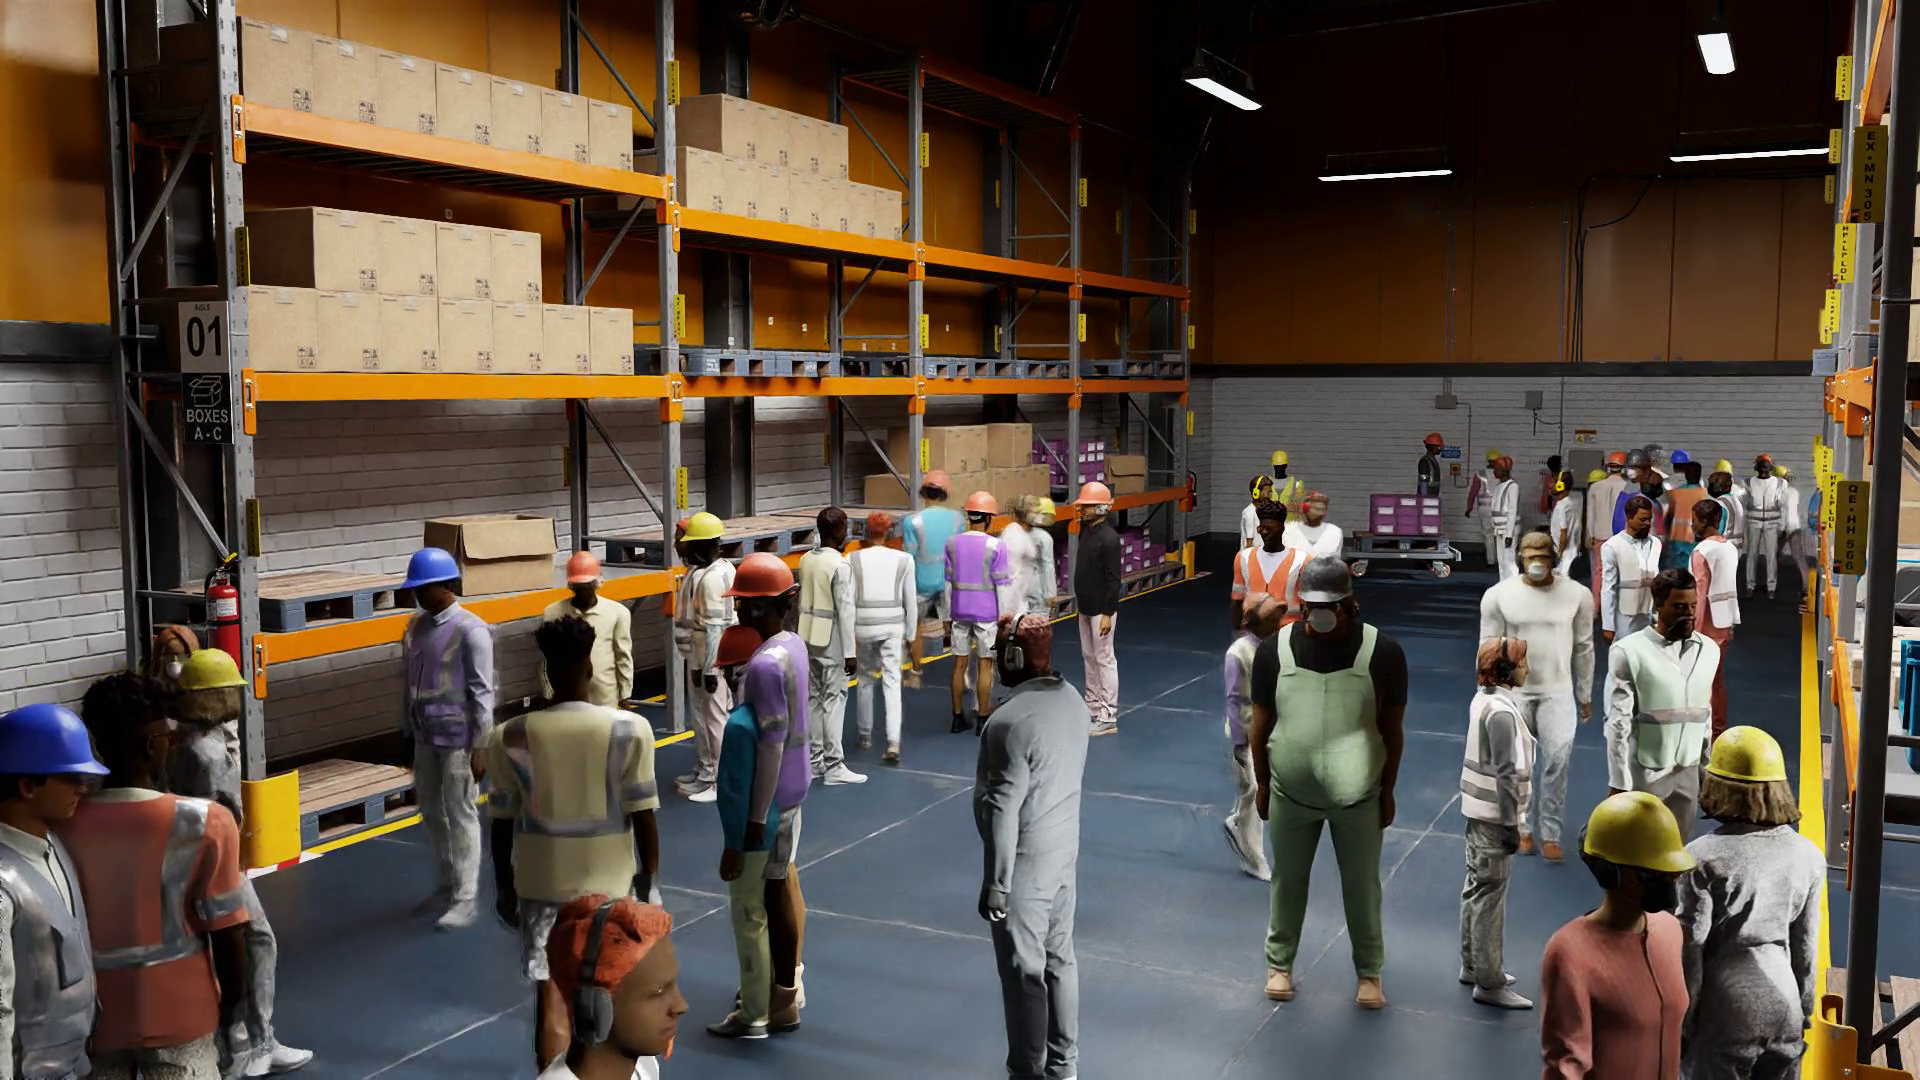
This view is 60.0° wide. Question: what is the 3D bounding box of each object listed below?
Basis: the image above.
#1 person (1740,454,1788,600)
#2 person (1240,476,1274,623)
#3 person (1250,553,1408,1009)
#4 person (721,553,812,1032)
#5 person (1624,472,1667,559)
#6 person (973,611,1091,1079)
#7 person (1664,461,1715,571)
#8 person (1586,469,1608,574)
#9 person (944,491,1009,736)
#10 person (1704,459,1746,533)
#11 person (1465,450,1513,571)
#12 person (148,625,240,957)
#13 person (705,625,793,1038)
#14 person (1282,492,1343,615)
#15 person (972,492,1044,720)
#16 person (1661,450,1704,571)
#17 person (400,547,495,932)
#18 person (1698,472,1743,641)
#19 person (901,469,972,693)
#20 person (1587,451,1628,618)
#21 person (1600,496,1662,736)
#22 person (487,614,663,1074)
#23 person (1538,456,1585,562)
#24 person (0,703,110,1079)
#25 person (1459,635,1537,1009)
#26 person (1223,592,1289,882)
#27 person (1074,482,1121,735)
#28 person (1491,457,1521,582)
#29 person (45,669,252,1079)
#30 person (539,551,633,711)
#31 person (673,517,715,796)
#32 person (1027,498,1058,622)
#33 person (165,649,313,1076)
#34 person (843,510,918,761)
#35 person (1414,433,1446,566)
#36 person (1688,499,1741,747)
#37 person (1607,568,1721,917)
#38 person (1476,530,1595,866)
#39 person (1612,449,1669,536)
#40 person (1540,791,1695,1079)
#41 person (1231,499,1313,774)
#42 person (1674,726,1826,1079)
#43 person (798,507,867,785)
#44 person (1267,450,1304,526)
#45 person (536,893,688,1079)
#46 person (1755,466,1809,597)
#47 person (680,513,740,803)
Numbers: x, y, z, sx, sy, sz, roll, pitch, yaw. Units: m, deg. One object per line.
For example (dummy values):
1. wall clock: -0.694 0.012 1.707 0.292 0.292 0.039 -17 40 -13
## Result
1. person: 10.319 -0.170 21.398 0.583 1.879 0.368 2 6 24
2. person: 2.980 0.283 16.643 0.349 1.856 0.528 2 6 21
3. person: 1.615 1.051 7.364 0.686 2.000 0.538 2 6 16
4. person: -0.829 1.073 7.124 0.373 2.044 0.606 0 5 3
5. person: 7.396 0.173 17.971 0.432 1.835 0.631 4 7 39
6. person: 0.249 1.217 6.349 0.401 1.903 0.643 3 6 28
7. person: 8.334 0.037 19.133 0.623 1.888 0.641 -4 7 -35
8. person: 7.793 0.000 20.332 0.322 1.736 0.490 0 5 4
9. person: 0.139 0.580 13.078 0.550 1.925 0.392 3 6 26
10. person: 9.776 -0.133 21.358 0.601 1.812 0.689 1 5 7
11. person: 7.921 -0.453 24.908 0.604 1.783 0.927 0 5 -5
12. person: -3.692 1.207 7.907 0.505 1.627 0.279 -2 6 -20
13. person: -0.899 1.226 7.094 0.354 1.740 0.575 1 5 13
14. person: 3.055 0.487 14.642 0.751 1.820 0.402 0 5 4
15. person: 0.425 0.563 13.501 0.715 1.902 0.648 0 5 -1
16. person: 9.007 -0.157 20.861 0.615 1.947 0.388 0 5 2
17. person: -2.630 1.002 8.515 0.650 1.935 0.459 4 7 39
18. person: 8.104 0.191 17.752 0.431 1.837 0.635 5 7 41
19. person: -0.229 0.375 14.871 0.626 2.037 0.655 -2 6 -25
20. person: 7.677 -0.048 19.507 0.618 1.986 0.408 5 7 43
21. person: 5.192 0.607 12.886 0.598 1.907 0.409 -3 6 -29
22. person: -1.416 1.229 6.174 0.634 1.902 1.001 -1 5 -9
23. person: 9.264 -0.471 25.713 0.819 1.655 0.553 1 5 15
24. person: -2.408 1.388 4.307 0.419 1.936 0.614 -1 5 -13
25. person: 2.400 1.241 7.448 0.312 1.642 0.512 1 5 7
26. person: 1.633 1.080 9.241 0.547 1.621 0.458 -5 7 -41
27. person: 1.067 0.535 13.157 0.381 1.995 0.612 -2 6 -20
28. person: 6.761 -0.096 20.619 0.358 1.878 0.567 0 5 -2
29. person: -2.304 1.340 4.659 0.609 1.963 0.367 -1 5 -10
30. person: -2.303 0.933 10.231 0.570 1.743 0.366 0 5 -2
31. person: -1.767 0.776 11.227 0.354 1.878 0.576 -1 5 -9
32. person: 0.709 0.472 15.324 0.439 1.714 0.571 -3 6 -27
33. person: -2.899 1.281 6.575 0.684 1.716 0.494 -5 7 -43
34. person: -0.594 0.694 12.341 0.578 1.842 0.995 -1 5 -9
35. person: 7.193 -0.619 25.393 0.405 2.035 0.611 4 6 34
36. person: 5.598 0.649 12.419 0.402 1.908 0.598 5 7 44
37. person: 3.262 1.076 7.757 0.597 1.916 0.371 -2 6 -20
38. person: 3.308 0.907 9.565 0.661 1.916 0.728 2 6 16
39. person: 7.803 -0.051 19.230 0.536 2.000 0.686 -2 6 -21
40. person: 1.628 1.489 4.111 0.523 1.769 0.316 -4 7 -36
41. person: 2.181 0.689 11.650 0.616 1.964 0.361 3 6 27
42. person: 2.348 1.422 5.012 0.480 1.733 0.333 -1 5 -14
43. person: -0.912 0.728 11.502 0.379 1.916 0.597 -4 7 -35
44. person: 4.082 -0.182 21.231 0.595 1.925 0.371 2 6 18
45. person: -0.703 1.547 2.914 0.493 1.870 0.620 1 5 6
46. person: 10.763 -0.112 21.701 0.537 1.699 0.904 -3 6 -28
47. person: -1.646 0.774 11.024 0.394 1.918 0.591 0 5 0
